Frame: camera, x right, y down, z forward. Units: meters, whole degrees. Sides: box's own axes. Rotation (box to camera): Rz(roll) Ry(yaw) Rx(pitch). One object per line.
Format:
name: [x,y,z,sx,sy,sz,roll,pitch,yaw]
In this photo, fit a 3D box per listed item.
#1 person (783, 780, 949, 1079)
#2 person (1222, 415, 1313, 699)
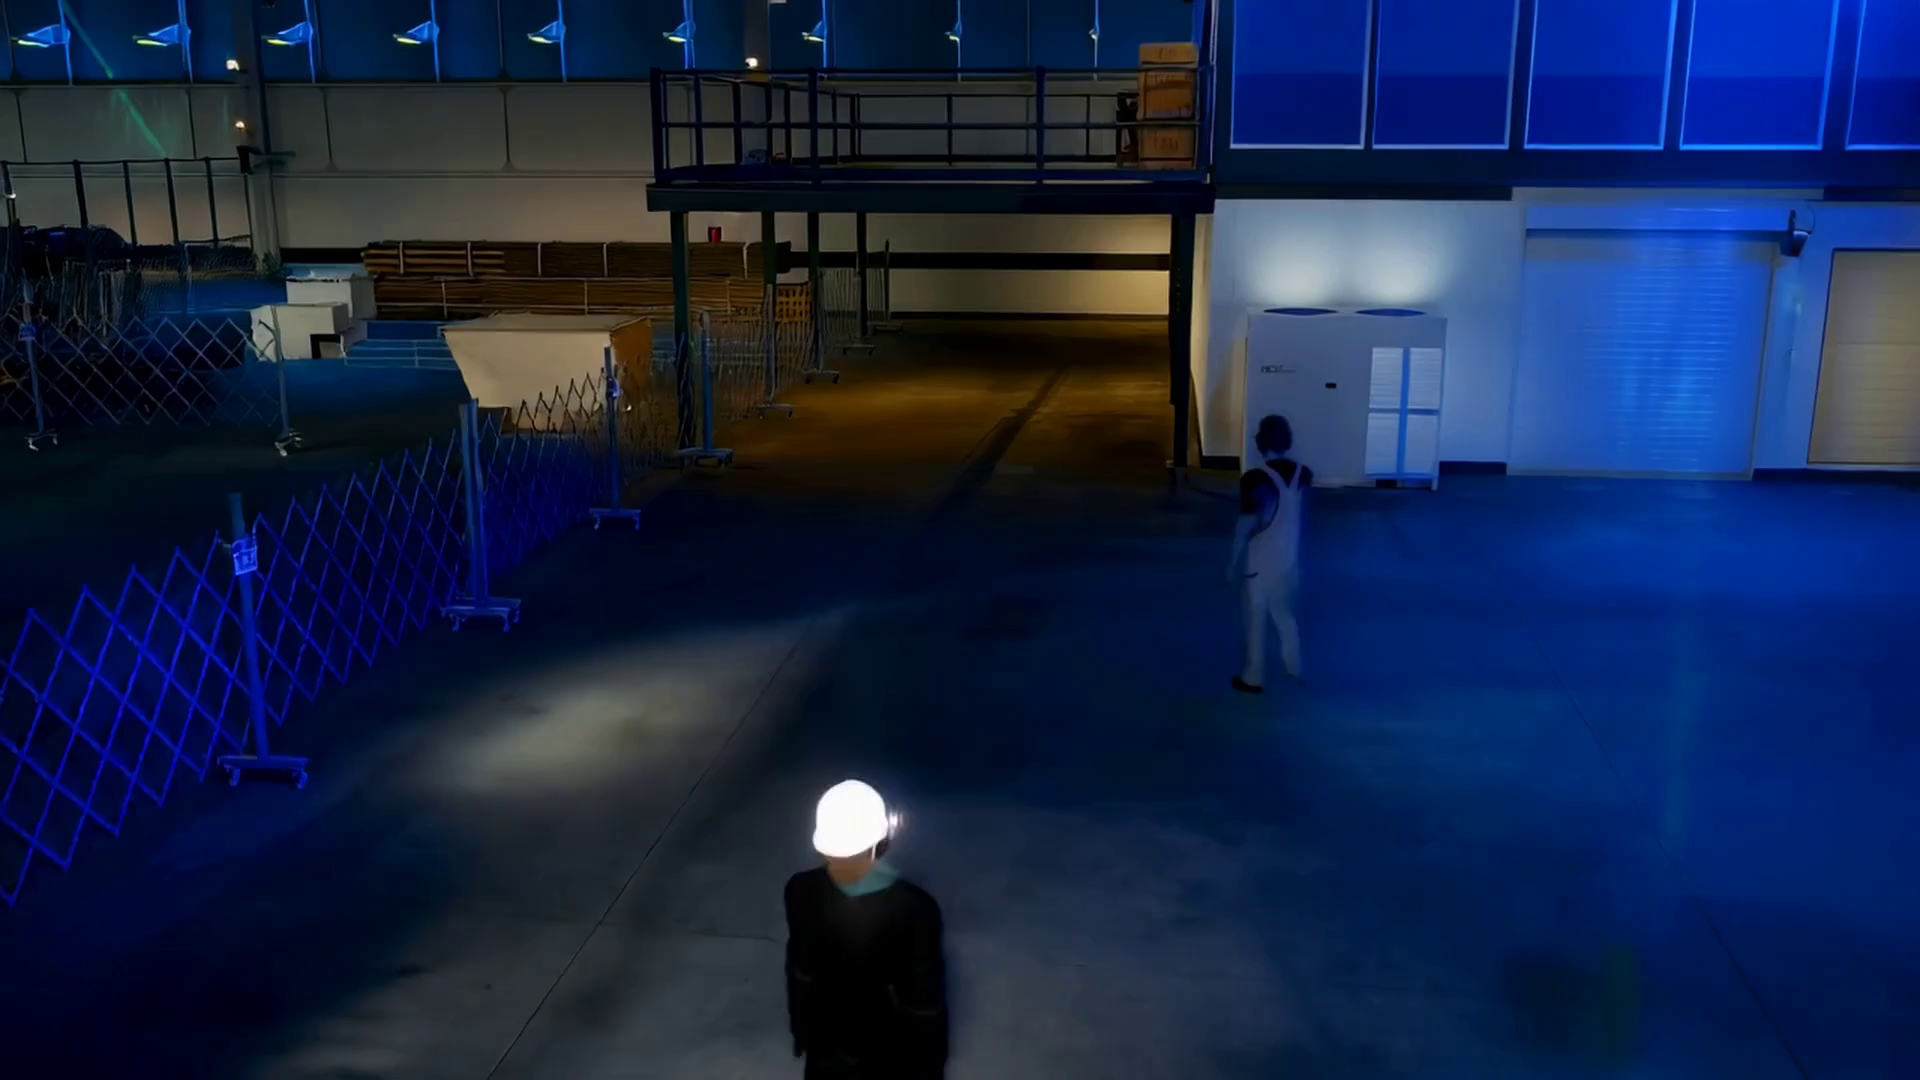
person: [-0.250,1.498,5.022,0.530,1.745,0.659,6,15,23]
person: [1.928,0.121,10.470,0.518,1.841,0.420,-7,15,-25]
